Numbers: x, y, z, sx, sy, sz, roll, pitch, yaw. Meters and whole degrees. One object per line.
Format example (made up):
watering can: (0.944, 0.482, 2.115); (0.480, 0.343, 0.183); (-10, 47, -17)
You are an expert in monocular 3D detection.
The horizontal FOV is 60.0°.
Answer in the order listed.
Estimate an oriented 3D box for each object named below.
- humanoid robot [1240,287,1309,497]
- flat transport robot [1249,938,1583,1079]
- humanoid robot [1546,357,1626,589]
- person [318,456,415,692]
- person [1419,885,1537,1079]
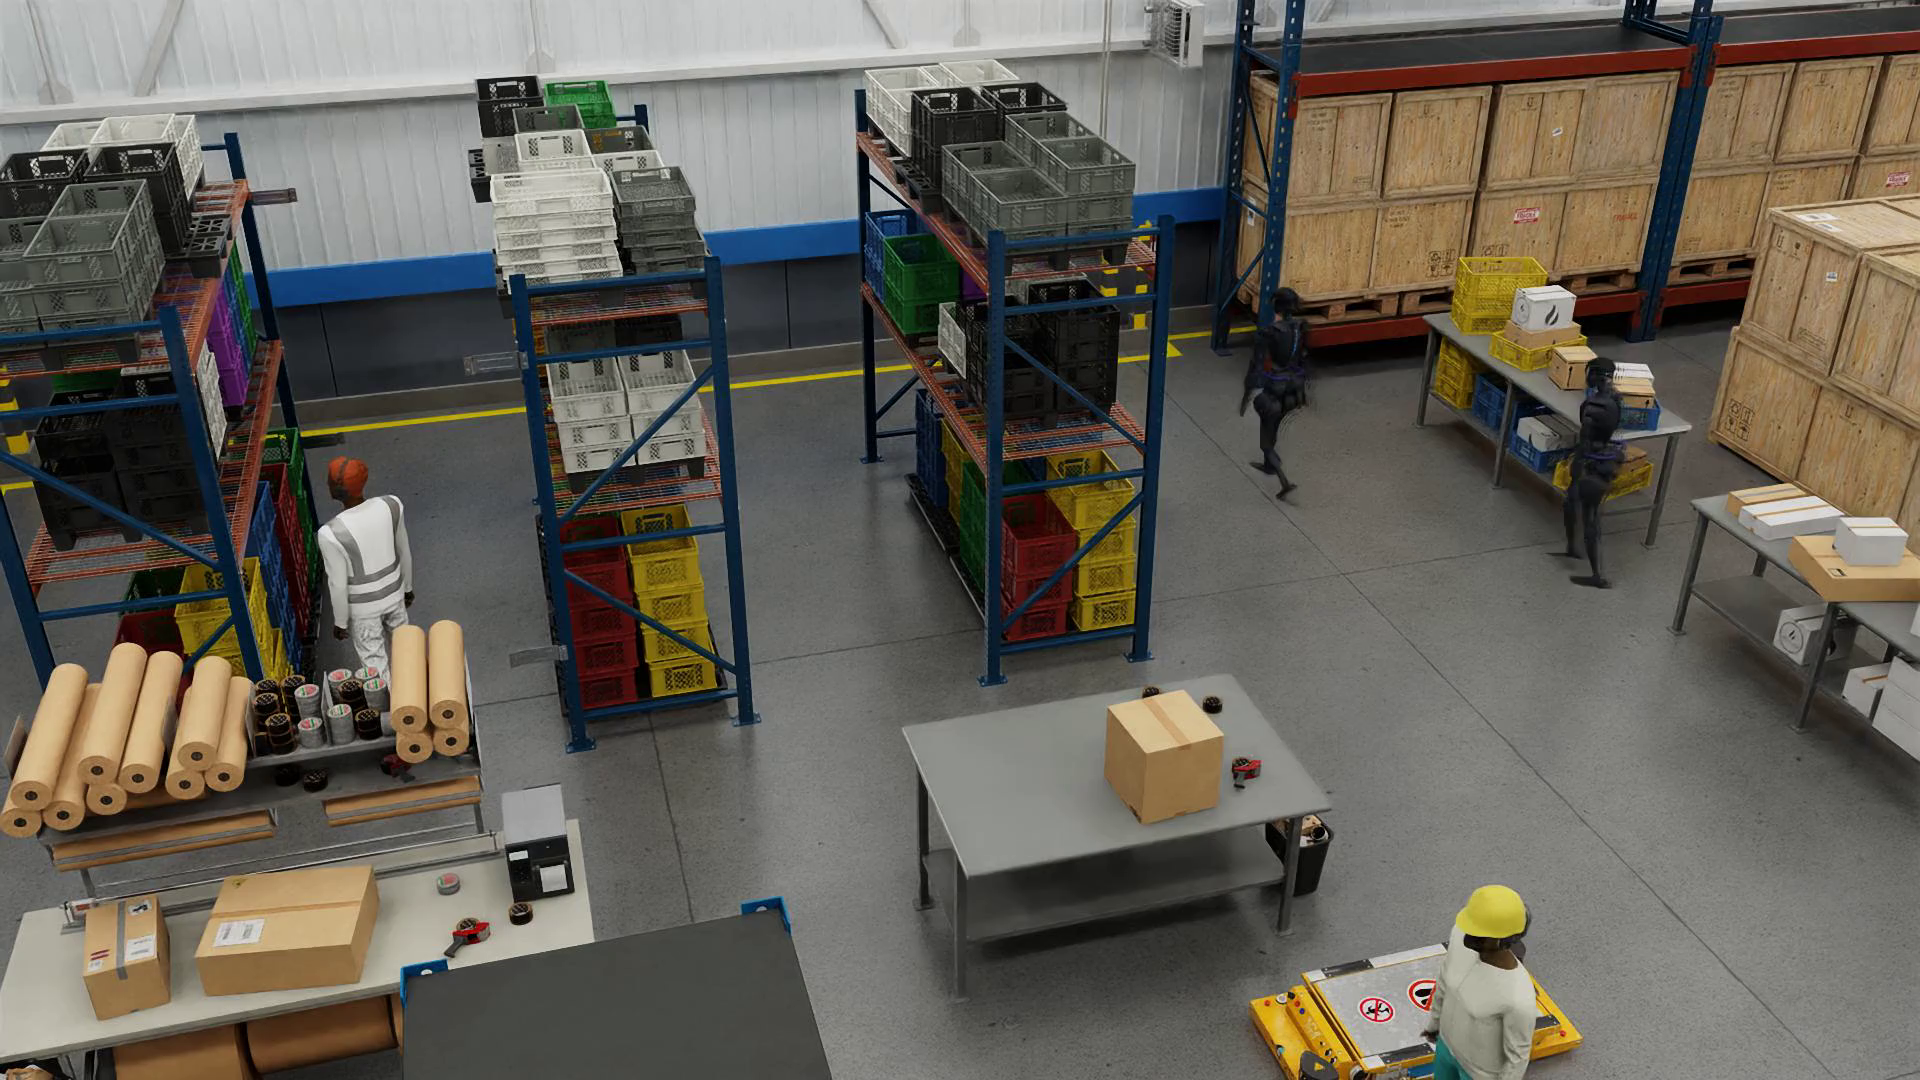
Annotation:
humanoid robot: (2.488, -1.154, 12.845); (0.601, 1.645, 0.670); (-18, 33, -29)
flat transport robot: (2.184, 2.282, 7.980); (1.431, 0.197, 0.652); (-8, 30, -14)
humanoid robot: (4.435, -0.485, 11.603); (0.559, 1.627, 0.657); (20, 34, 32)
person: (-3.466, 0.361, 9.827); (0.353, 1.884, 0.578); (17, 33, 28)
person: (2.073, 2.106, 6.773); (0.324, 1.769, 0.523); (-9, 30, -16)
